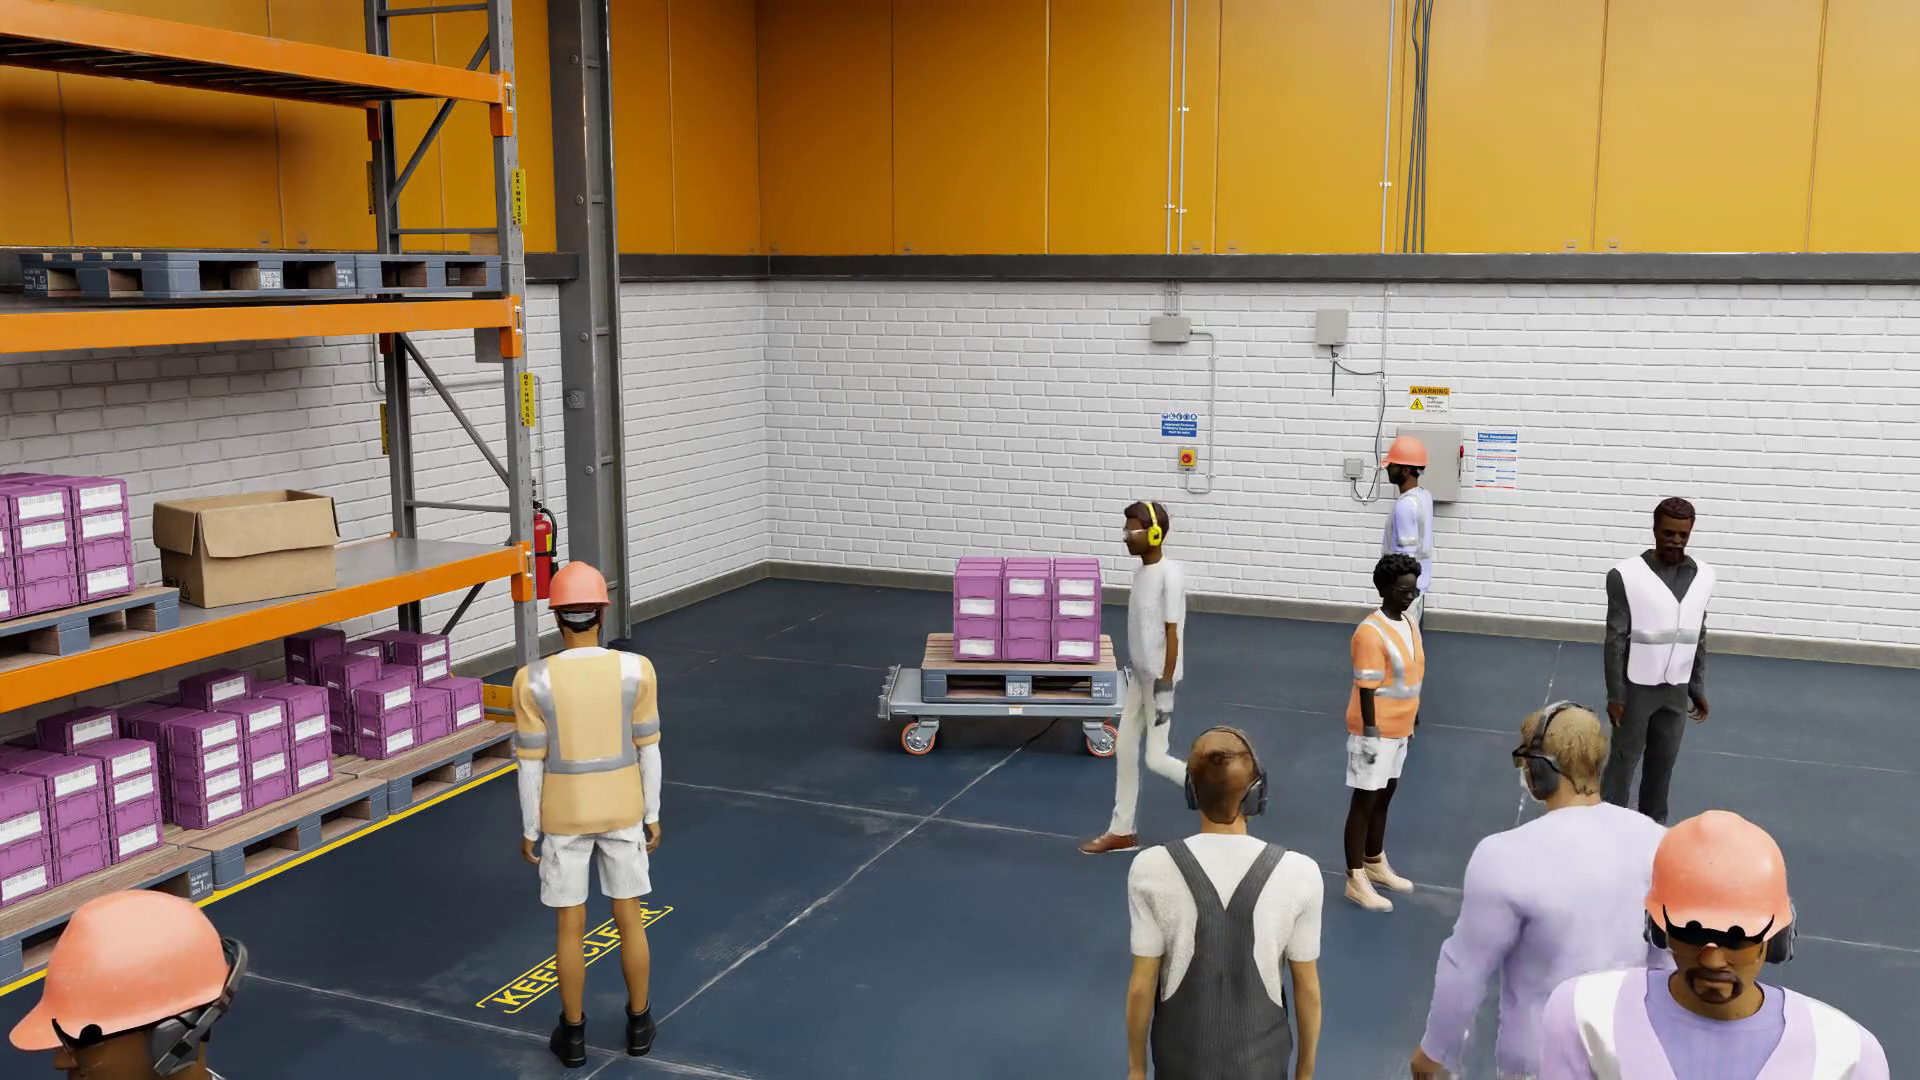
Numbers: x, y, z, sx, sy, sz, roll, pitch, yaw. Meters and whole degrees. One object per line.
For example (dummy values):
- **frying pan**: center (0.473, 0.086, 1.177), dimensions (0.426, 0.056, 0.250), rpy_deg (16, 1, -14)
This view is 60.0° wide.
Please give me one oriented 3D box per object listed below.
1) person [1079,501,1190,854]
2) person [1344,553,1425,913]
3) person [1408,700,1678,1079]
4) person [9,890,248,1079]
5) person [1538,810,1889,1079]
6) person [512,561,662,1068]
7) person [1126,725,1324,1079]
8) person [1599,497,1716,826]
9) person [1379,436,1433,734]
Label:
- **person**: center (1.014, 0.718, 8.499), dimensions (0.723, 1.850, 0.555), rpy_deg (-3, 10, -20)
- **person**: center (2.018, 0.893, 7.908), dimensions (0.322, 1.698, 0.533), rpy_deg (7, 12, 37)
- **person**: center (1.543, 1.356, 4.520), dimensions (0.639, 1.893, 0.952), rpy_deg (-4, 10, -25)
- **person**: center (-1.299, 1.566, 2.788), dimensions (0.616, 2.041, 0.379), rpy_deg (8, 12, 39)
- **person**: center (1.391, 1.501, 3.179), dimensions (0.615, 2.043, 0.373), rpy_deg (3, 10, 20)
- **person**: center (-1.409, 1.039, 6.332), dimensions (0.542, 1.928, 0.377), rpy_deg (-3, 10, -18)
- **person**: center (0.690, 1.398, 4.410), dimensions (0.508, 1.842, 0.336), rpy_deg (1, 9, 7)
- **person**: center (3.440, 0.730, 8.246), dimensions (0.589, 1.915, 0.398), rpy_deg (-3, 10, -16)
- **person**: center (2.875, 0.292, 10.817), dimensions (0.353, 1.942, 0.545), rpy_deg (4, 10, 24)
